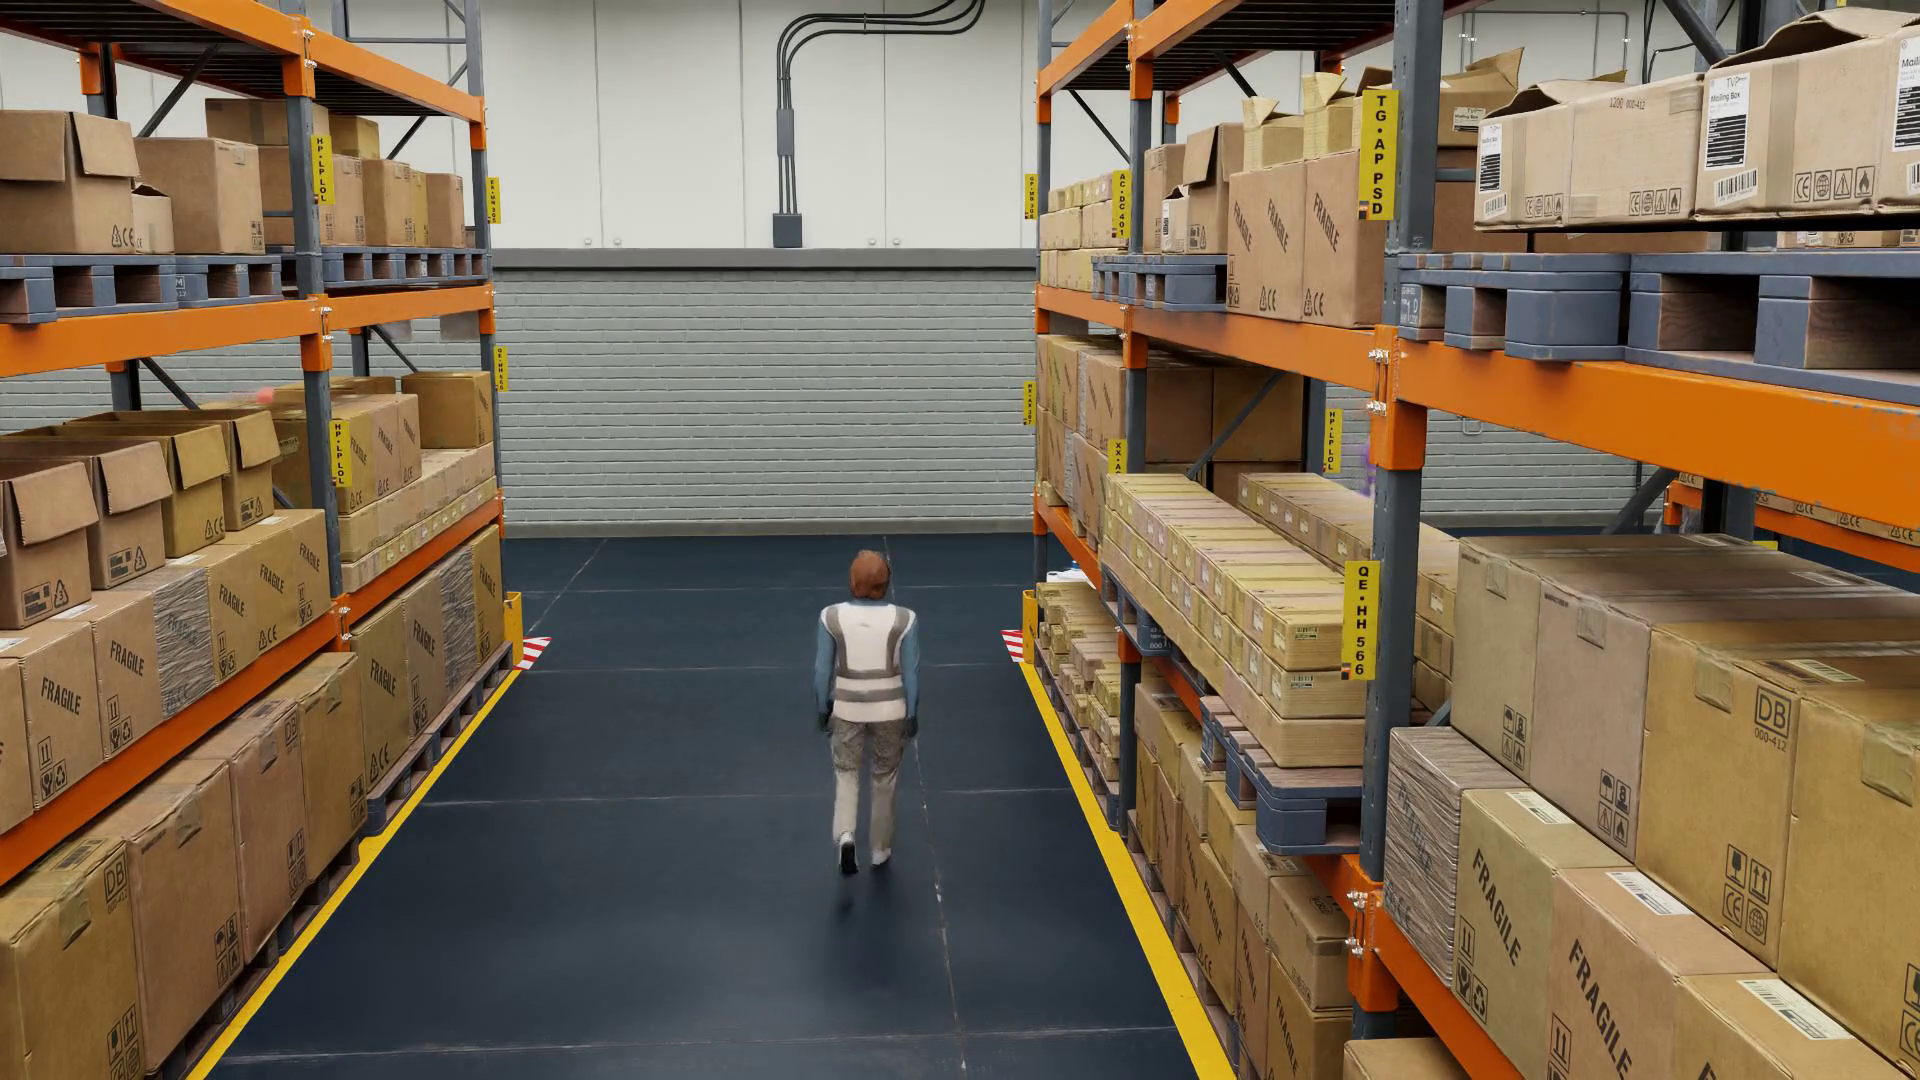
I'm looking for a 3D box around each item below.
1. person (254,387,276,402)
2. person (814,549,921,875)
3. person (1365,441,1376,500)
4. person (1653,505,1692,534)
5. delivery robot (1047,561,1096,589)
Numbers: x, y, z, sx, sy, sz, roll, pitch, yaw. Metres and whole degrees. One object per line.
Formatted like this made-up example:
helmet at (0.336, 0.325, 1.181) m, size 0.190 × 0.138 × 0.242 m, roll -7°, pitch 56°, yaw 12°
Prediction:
person at (-5.655, -0.280, 13.787) m, size 0.714 × 1.964 × 0.629 m, roll 1°, pitch 10°, yaw 8°
person at (-0.452, 0.858, 8.119) m, size 0.528 × 1.622 × 0.547 m, roll 1°, pitch 10°, yaw 4°
person at (3.486, -0.242, 13.765) m, size 0.784 × 1.911 × 0.563 m, roll 9°, pitch 13°, yaw 42°
person at (6.164, -0.295, 14.244) m, size 0.445 × 1.854 × 0.528 m, roll 8°, pitch 13°, yaw 40°
delivery robot at (0.970, 0.411, 13.620) m, size 0.707 × 0.478 × 0.477 m, roll 7°, pitch 12°, yaw 37°
